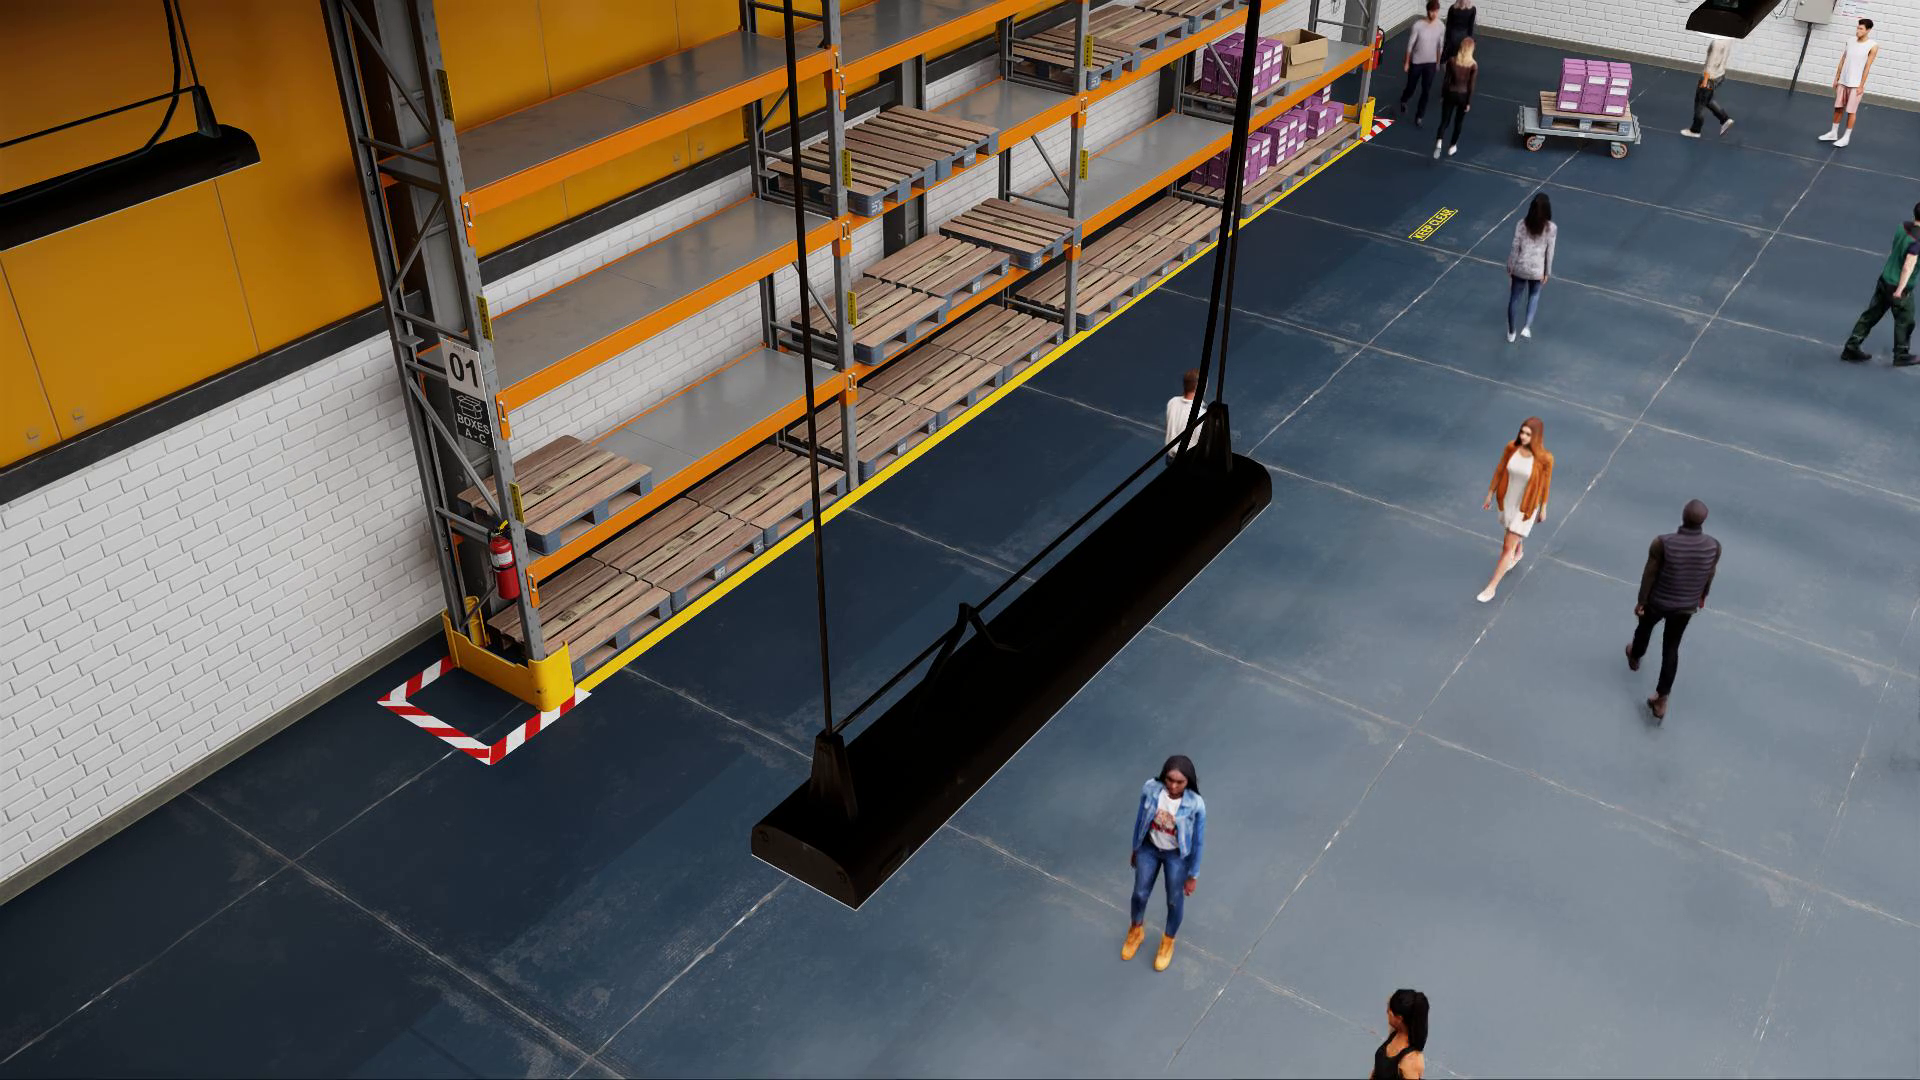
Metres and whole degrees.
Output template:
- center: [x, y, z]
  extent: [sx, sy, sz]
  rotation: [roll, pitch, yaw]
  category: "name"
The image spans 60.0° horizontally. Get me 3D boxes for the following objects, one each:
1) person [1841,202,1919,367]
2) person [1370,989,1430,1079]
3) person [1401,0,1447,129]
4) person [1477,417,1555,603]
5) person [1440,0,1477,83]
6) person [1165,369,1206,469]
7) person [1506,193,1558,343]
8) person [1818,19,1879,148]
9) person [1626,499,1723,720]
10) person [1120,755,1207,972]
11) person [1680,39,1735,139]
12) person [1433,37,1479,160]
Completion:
- center: [9.930, -2.737, 17.797]
  extent: [1.087, 1.864, 1.115]
  rotation: [1, 34, 1]
  category: "person"
- center: [2.426, 3.163, 9.108]
  extent: [0.819, 1.658, 0.699]
  rotation: [-9, 35, -13]
  category: "person"
- center: [6.711, -6.955, 24.178]
  extent: [0.954, 1.826, 1.048]
  rotation: [-1, 34, -2]
  category: "person"
- center: [4.858, -0.340, 14.364]
  extent: [1.187, 1.673, 0.786]
  rotation: [-28, 43, -35]
  category: "person"
- center: [7.445, -7.404, 24.940]
  extent: [0.798, 1.731, 0.871]
  rotation: [3, 34, 4]
  category: "person"
- center: [1.968, -0.659, 14.685]
  extent: [0.717, 1.850, 0.742]
  rotation: [-19, 38, -26]
  category: "person"
- center: [6.212, -2.938, 18.228]
  extent: [0.698, 1.722, 0.712]
  rotation: [10, 35, 15]
  category: "person"
- center: [12.623, -6.474, 23.496]
  extent: [0.732, 1.780, 0.728]
  rotation: [-15, 37, -22]
  category: "person"
- center: [5.544, 0.547, 12.925]
  extent: [1.071, 1.789, 1.316]
  rotation: [4, 34, 6]
  category: "person"
- center: [1.351, 2.032, 10.763]
  extent: [0.666, 1.709, 0.606]
  rotation: [15, 37, 22]
  category: "person"
- center: [10.762, -6.545, 23.591]
  extent: [0.766, 1.794, 0.862]
  rotation: [27, 42, 34]
  category: "person"
- center: [6.821, -6.064, 22.969]
  extent: [0.687, 1.680, 1.029]
  rotation: [17, 37, 24]
  category: "person"
